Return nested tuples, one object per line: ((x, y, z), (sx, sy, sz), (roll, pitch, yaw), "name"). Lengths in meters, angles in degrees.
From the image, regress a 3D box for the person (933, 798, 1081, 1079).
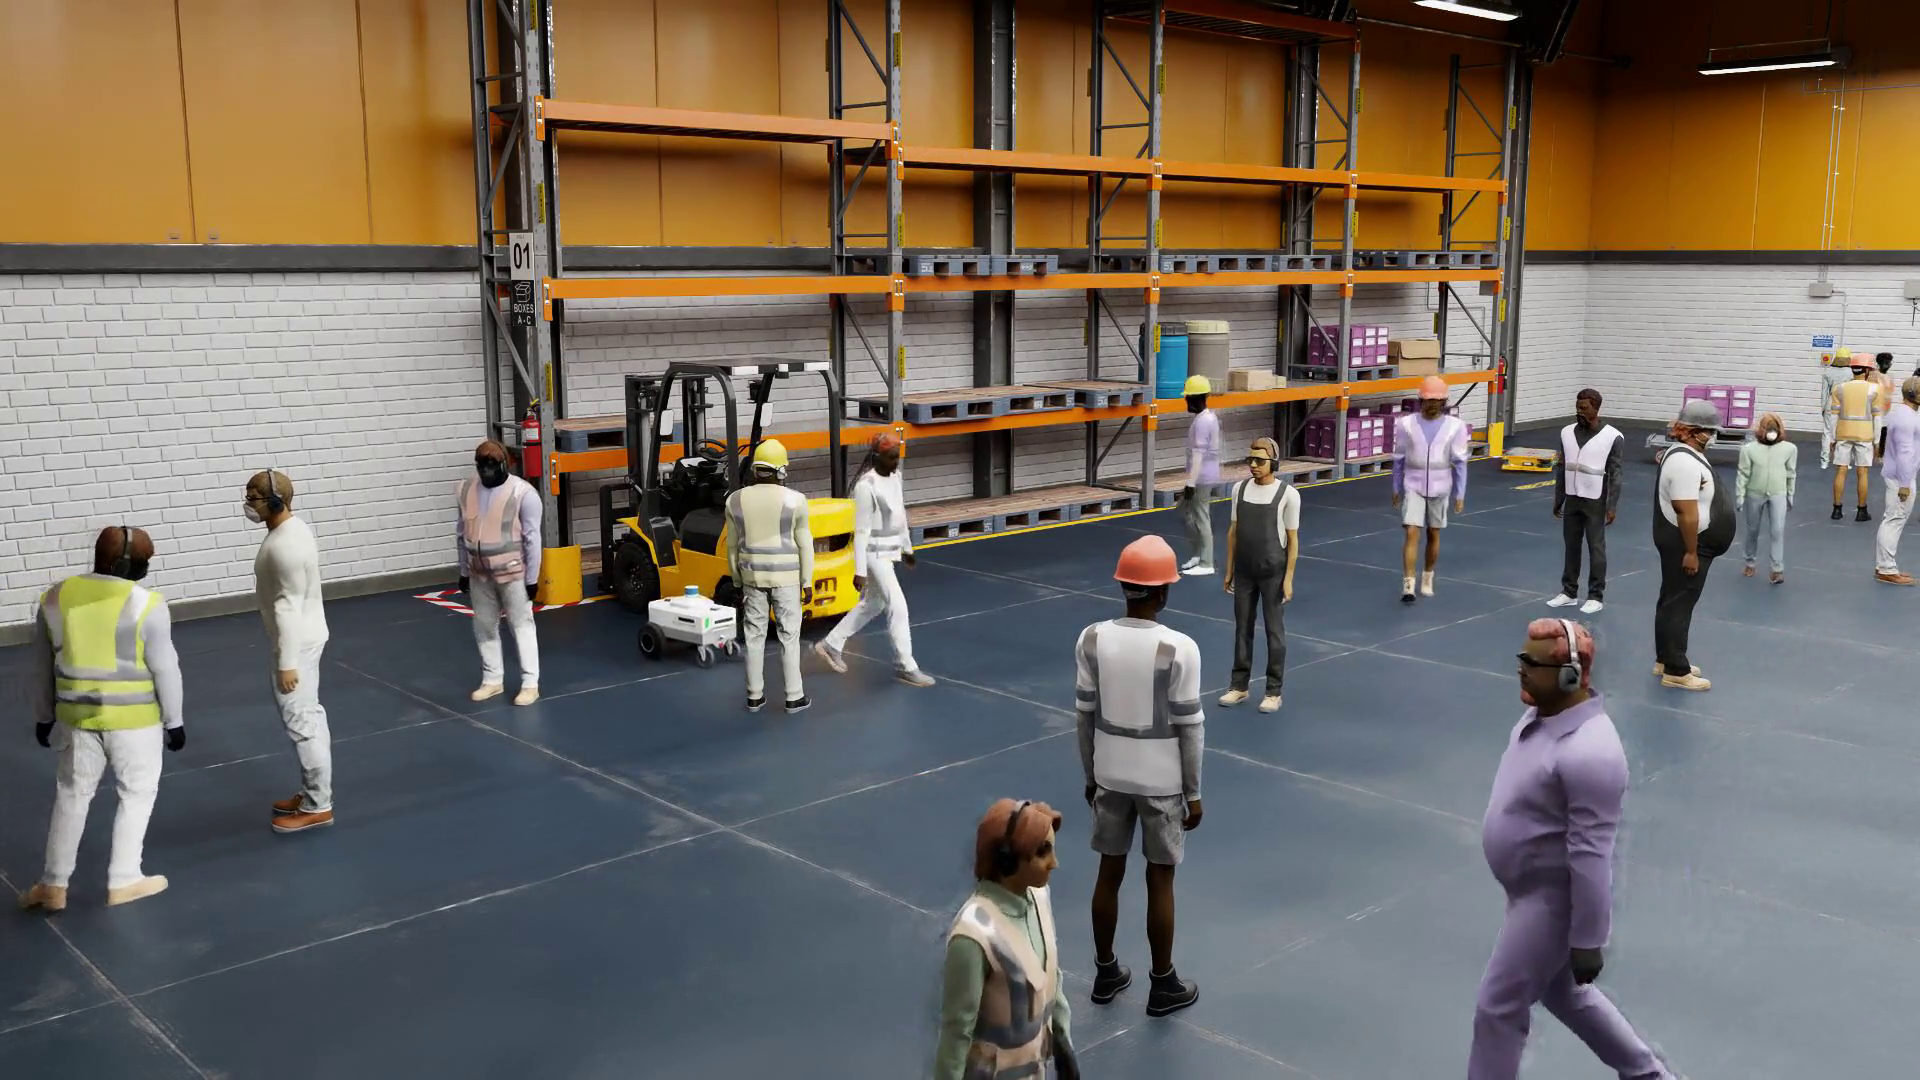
((0.182, 1.479, 4.519), (0.864, 1.583, 0.534), (4, 10, 22), "person")

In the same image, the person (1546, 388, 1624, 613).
((5.368, -0.341, 14.238), (0.370, 1.916, 0.597), (-7, 12, -34), "person")

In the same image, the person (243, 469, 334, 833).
((-3.550, 0.578, 8.837), (0.371, 1.933, 0.632), (-3, 10, -20), "person")

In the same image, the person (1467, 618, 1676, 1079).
((2.006, 1.170, 5.523), (0.918, 1.876, 0.647), (1, 10, 6), "person")

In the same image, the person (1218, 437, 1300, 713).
((2.003, 0.229, 11.109), (0.506, 1.847, 0.343), (7, 12, 35), "person")

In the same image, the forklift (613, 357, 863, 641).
((-1.847, -0.414, 13.852), (1.214, 2.155, 2.313), (-9, 13, -42), "forklift")

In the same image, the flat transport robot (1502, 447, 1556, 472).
((8.175, -1.162, 23.858), (0.652, 0.197, 1.431), (4, 10, 22), "flat transport robot")

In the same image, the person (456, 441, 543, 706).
((-3.102, 0.227, 11.227), (0.641, 1.819, 0.457), (4, 10, 20), "person")

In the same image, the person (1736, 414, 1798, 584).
((7.490, -0.378, 15.460), (0.512, 1.574, 0.876), (3, 10, 18), "person")

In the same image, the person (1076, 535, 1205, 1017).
((0.730, 0.941, 6.673), (0.545, 1.938, 0.359), (6, 11, 31), "person")

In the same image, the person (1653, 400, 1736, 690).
((5.188, 0.018, 11.776), (0.538, 2.000, 0.682), (3, 10, 15), "person")

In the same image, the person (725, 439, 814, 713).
((-1.247, 0.245, 11.054), (0.591, 1.833, 0.403), (2, 10, 11), "person")

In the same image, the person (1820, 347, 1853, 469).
((12.536, -1.873, 23.718), (0.486, 1.743, 0.299), (8, 13, 39), "person")

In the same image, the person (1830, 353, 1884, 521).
((10.292, -1.180, 19.117), (0.542, 1.929, 0.374), (8, 12, 38), "person")

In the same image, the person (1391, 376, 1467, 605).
((4.087, -0.429, 14.527), (0.621, 1.987, 1.026), (3, 10, 15), "person")

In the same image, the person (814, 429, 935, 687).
((-0.637, 0.114, 11.791), (0.906, 1.846, 0.672), (3, 10, 18), "person")

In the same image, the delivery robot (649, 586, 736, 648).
((-2.012, 0.587, 12.510), (0.707, 0.478, 0.477), (8, 12, 39), "delivery robot")

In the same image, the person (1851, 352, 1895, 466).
((13.221, -1.901, 24.065), (0.561, 1.670, 0.572), (-5, 11, -25), "person")

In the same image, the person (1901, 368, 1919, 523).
((10.765, -1.037, 18.660), (1.006, 1.818, 0.532), (-7, 12, -36), "person")

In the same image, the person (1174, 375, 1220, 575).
((2.241, -0.601, 15.793), (0.461, 1.912, 0.590), (1, 10, 6), "person")

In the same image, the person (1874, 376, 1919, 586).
((8.733, -0.553, 15.413), (0.353, 1.937, 0.635), (5, 11, 27), "person")

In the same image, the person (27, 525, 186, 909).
((-4.013, 0.827, 7.768), (0.785, 1.799, 0.471), (1, 10, 4), "person")
